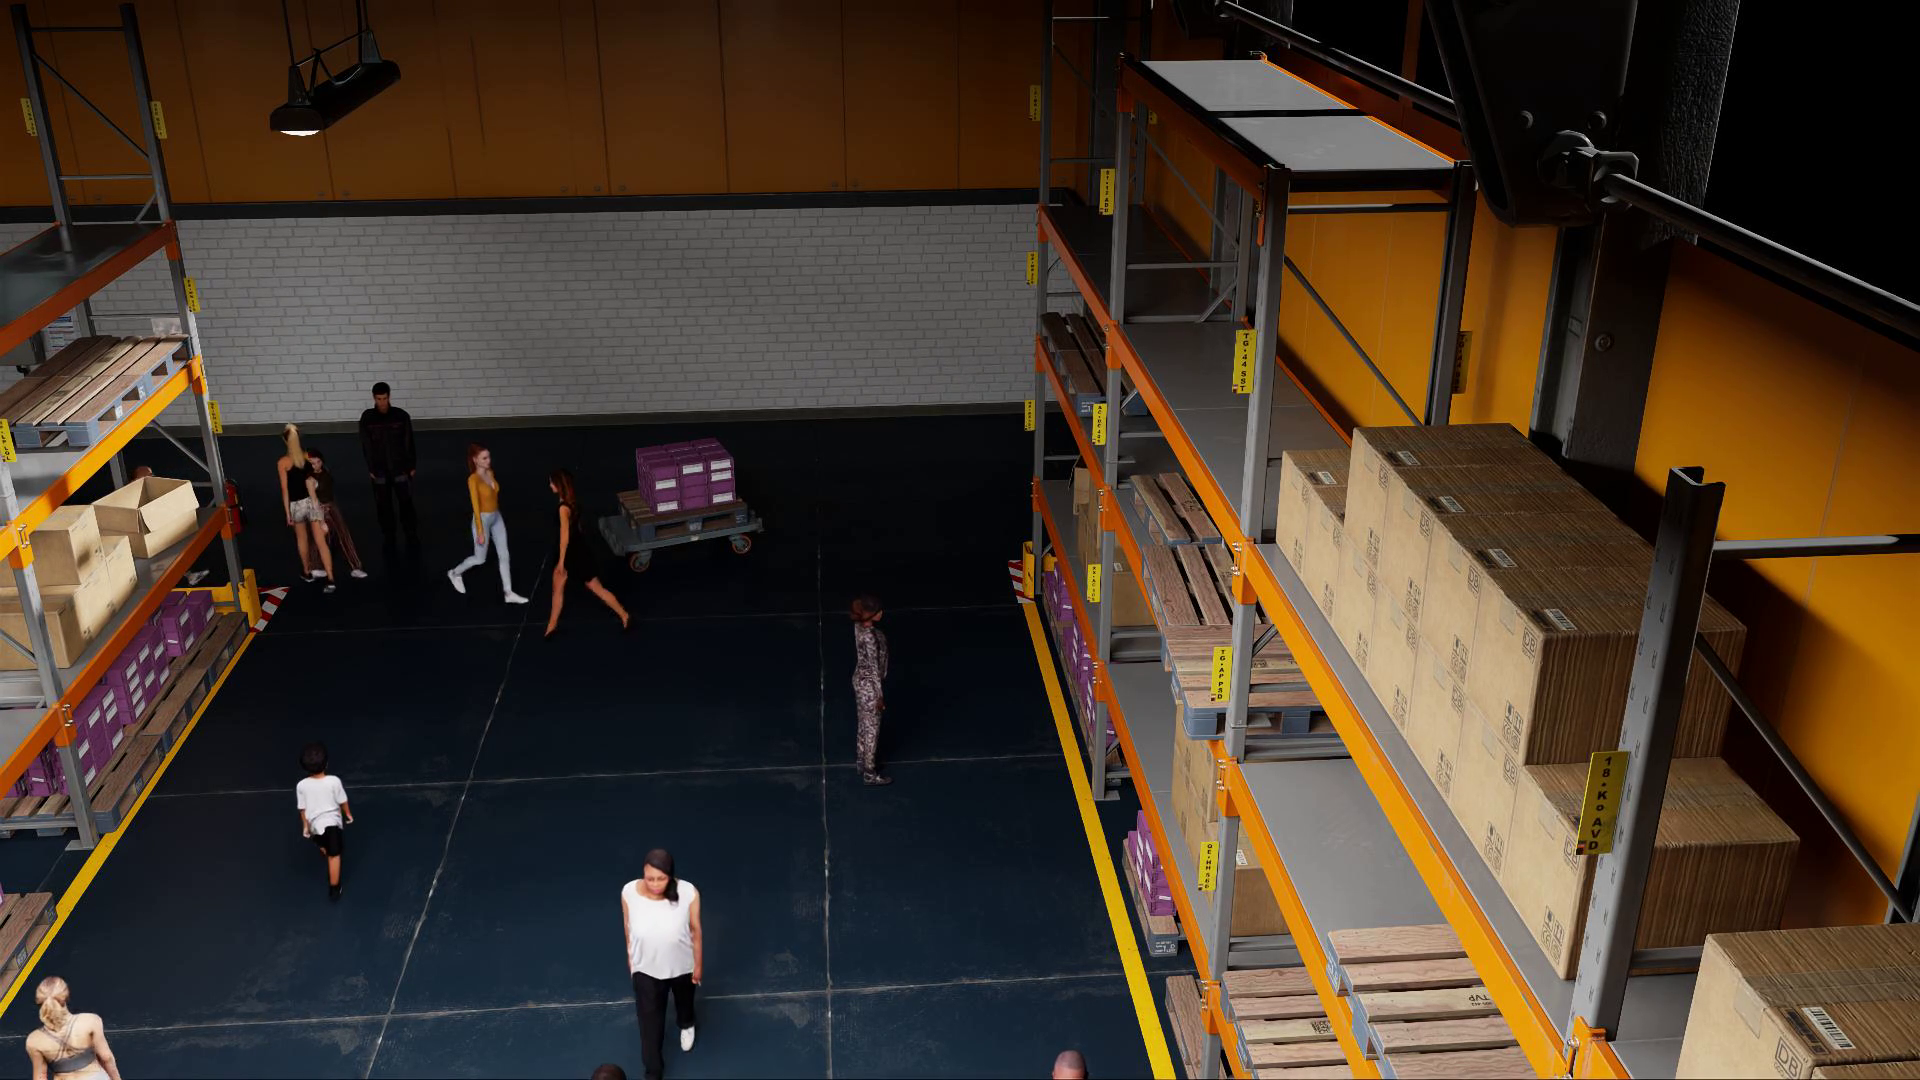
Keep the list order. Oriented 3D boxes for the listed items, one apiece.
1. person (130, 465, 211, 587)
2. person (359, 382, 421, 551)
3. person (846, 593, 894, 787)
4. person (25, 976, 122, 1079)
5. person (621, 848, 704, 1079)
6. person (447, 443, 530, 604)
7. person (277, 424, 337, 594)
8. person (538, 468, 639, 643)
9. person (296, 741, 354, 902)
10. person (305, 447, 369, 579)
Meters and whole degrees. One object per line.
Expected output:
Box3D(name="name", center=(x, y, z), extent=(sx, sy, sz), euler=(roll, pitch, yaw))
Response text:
Box3D(name="person", center=(-8.326, -0.032, 17.028), extent=(0.930, 1.446, 0.980), euler=(-16, 28, -33))
Box3D(name="person", center=(-6.255, -0.833, 18.255), extent=(0.748, 1.931, 0.687), euler=(-7, 25, -16))
Box3D(name="person", center=(-0.758, 1.227, 13.811), extent=(0.680, 1.717, 0.543), euler=(-7, 25, -16))
Box3D(name="person", center=(-4.903, 3.206, 9.316), extent=(0.694, 1.691, 0.777), euler=(-11, 26, -23))
Box3D(name="person", center=(-1.866, 2.656, 10.622), extent=(0.673, 1.651, 1.074), euler=(-1, 24, -2))
Box3D(name="person", center=(-4.910, -0.151, 16.958), extent=(0.947, 1.721, 1.145), euler=(7, 25, 16))
Box3D(name="person", center=(-6.745, -0.321, 17.232), extent=(0.978, 1.812, 1.228), euler=(-15, 28, -31))
Box3D(name="person", center=(-3.628, 0.196, 16.086), extent=(0.683, 1.782, 1.141), euler=(-3, 24, -7))
Box3D(name="person", center=(-4.731, 2.116, 12.383), extent=(0.570, 1.231, 0.864), euler=(-5, 24, -12))
Box3D(name="person", center=(-6.760, -0.268, 17.473), extent=(0.870, 1.522, 0.966), euler=(5, 24, 11))
